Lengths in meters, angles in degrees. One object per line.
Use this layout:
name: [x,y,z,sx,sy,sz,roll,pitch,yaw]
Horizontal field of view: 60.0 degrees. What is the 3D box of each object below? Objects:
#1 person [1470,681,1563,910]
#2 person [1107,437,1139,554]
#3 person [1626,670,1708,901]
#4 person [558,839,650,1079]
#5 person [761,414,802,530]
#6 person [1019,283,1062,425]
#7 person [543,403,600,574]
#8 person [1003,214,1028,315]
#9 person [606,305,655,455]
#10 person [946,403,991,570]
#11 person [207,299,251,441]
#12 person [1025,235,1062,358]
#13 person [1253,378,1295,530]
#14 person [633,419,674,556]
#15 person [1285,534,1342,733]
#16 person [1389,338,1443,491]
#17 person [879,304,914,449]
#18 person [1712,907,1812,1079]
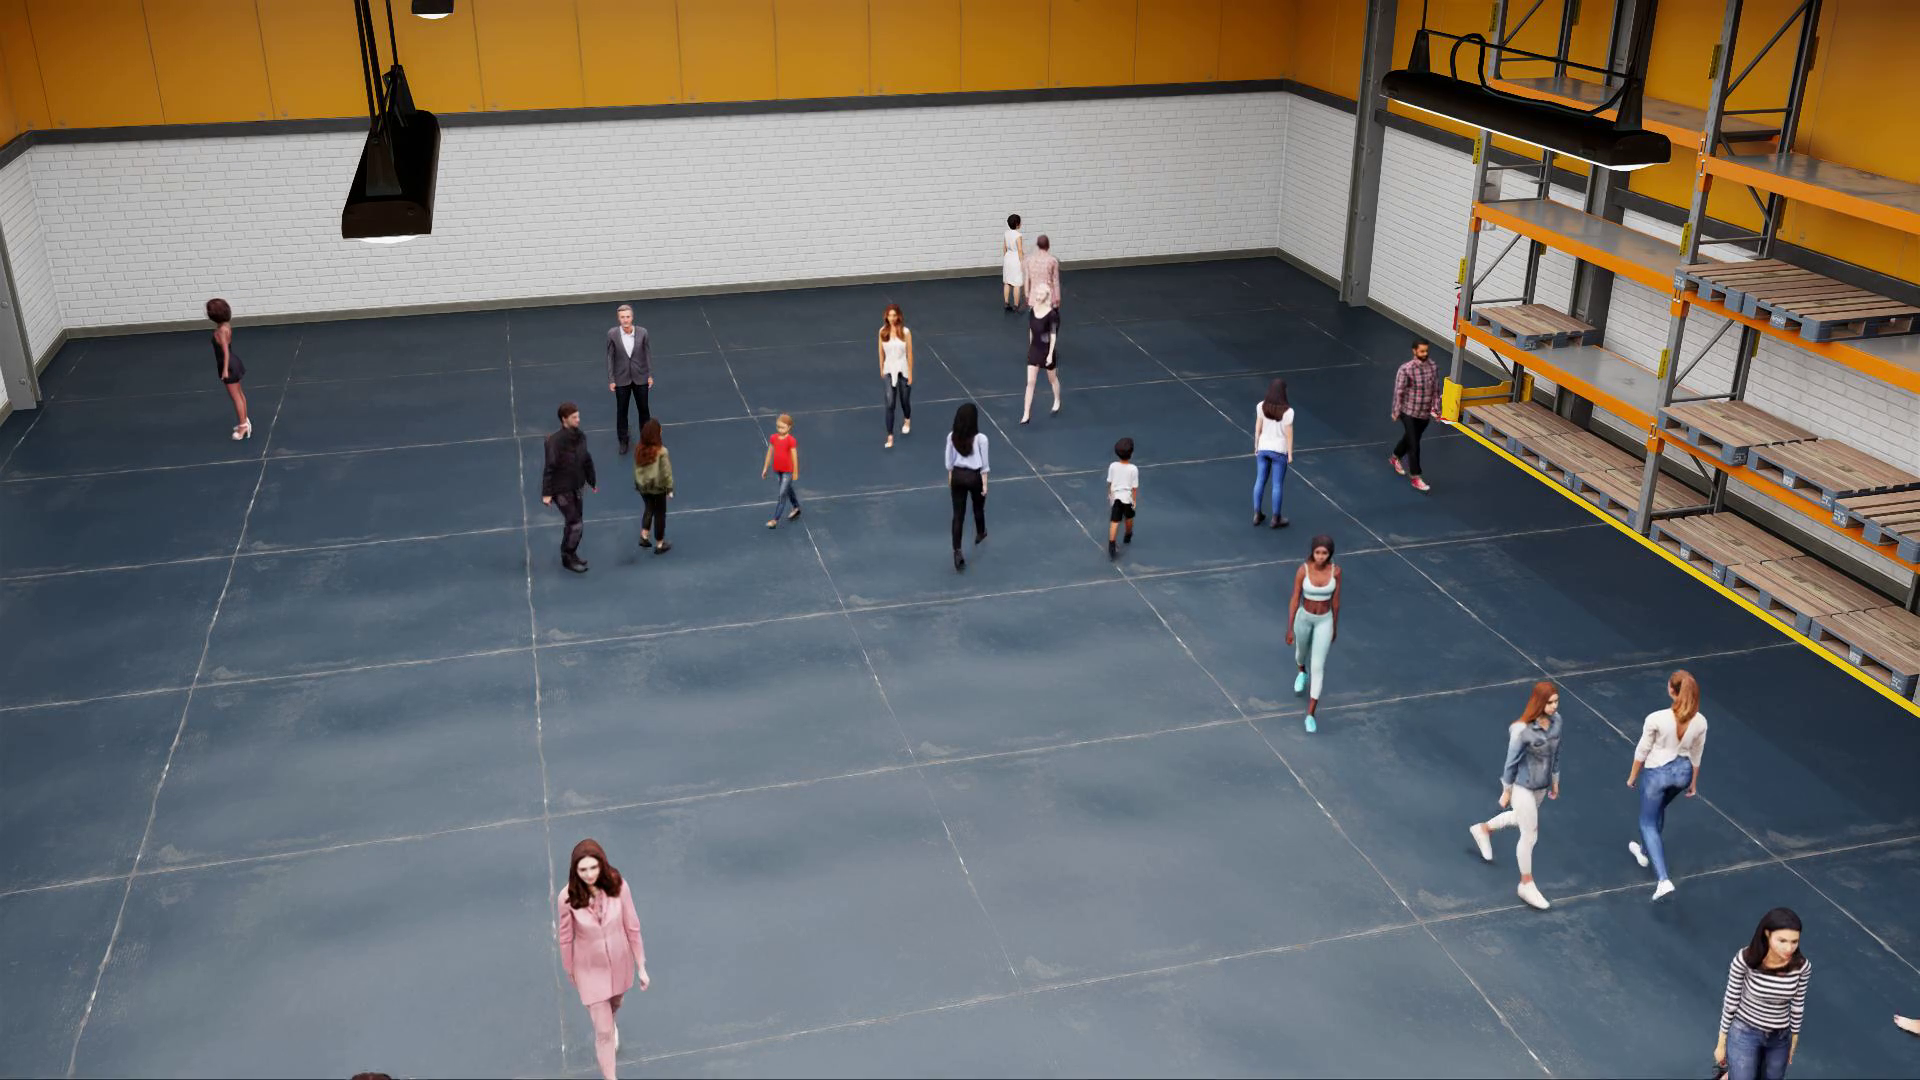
person: [4.018,1.739,11.972,0.816,1.670,1.164,-13,27,-27]
person: [1.693,-0.446,17.503,0.784,1.244,0.935,8,25,17]
person: [5.062,1.767,11.877,0.771,1.695,1.130,0,24,-1]
person: [-2.152,2.531,10.051,0.751,1.757,1.168,-10,26,-22]
person: [-1.888,-0.782,18.228,0.880,1.278,0.911,15,28,31]
person: [1.111,-2.375,21.250,1.141,1.776,1.199,13,27,27]
person: [-4.083,-0.536,16.994,0.966,1.815,0.891,10,26,23]
person: [0.837,-4.318,25.971,0.698,1.555,0.587,-19,30,-37]
person: [-4.012,-1.978,20.262,0.730,1.841,0.591,-7,25,-16]
person: [0.044,-0.526,17.126,1.070,1.692,1.247,7,25,16]
person: [-9.081,-2.138,20.692,0.618,1.789,0.469,-7,25,-15]
person: [1.157,-3.405,23.583,0.825,1.796,0.849,9,25,20]
person: [3.397,-0.939,18.081,0.650,1.684,0.746,19,30,36]
person: [-3.259,-0.527,17.413,0.741,1.464,0.790,12,26,26]
person: [3.033,0.715,14.295,0.932,1.685,1.241,4,24,10]
person: [5.261,-1.518,19.340,0.784,1.735,1.173,-10,25,-21]
person: [-0.751,-2.070,20.586,0.856,1.750,1.159,3,24,6]
person: [4.477,2.799,9.416,0.789,1.775,0.992,2,24,6]
